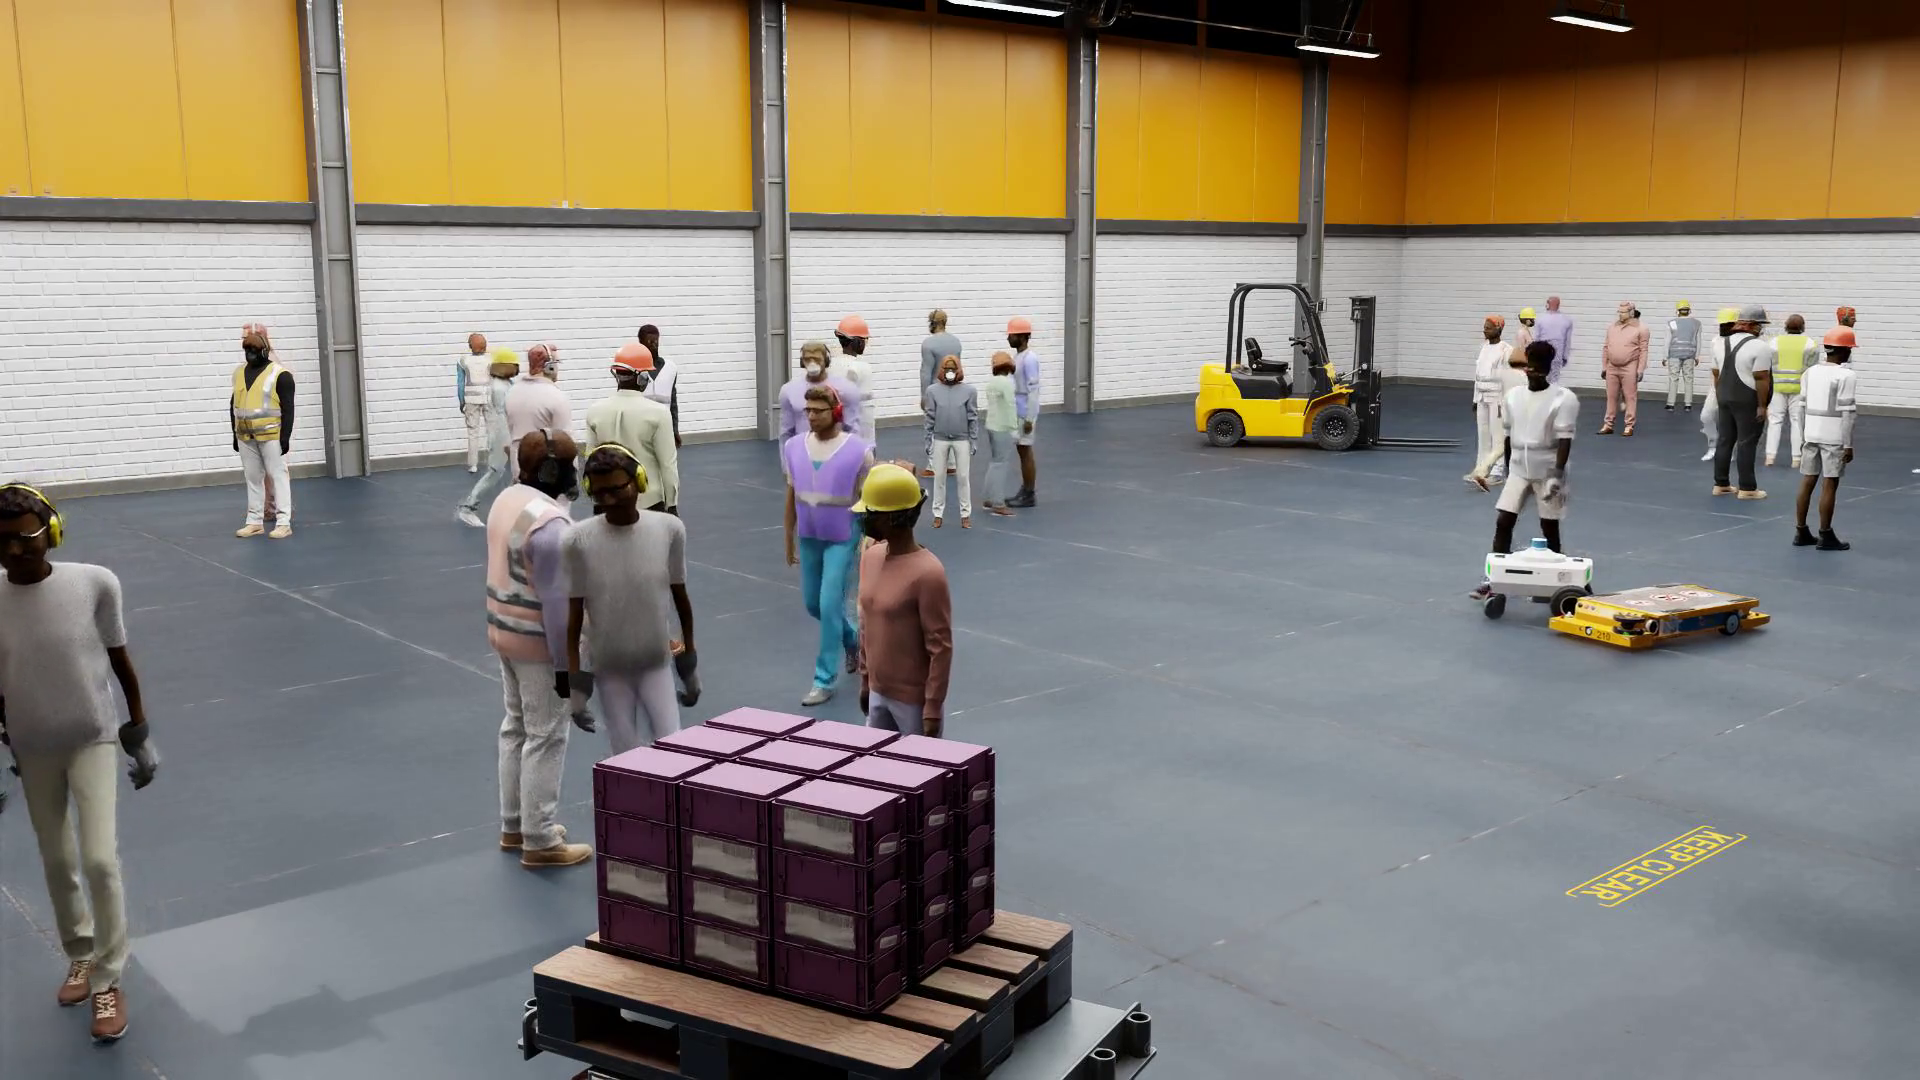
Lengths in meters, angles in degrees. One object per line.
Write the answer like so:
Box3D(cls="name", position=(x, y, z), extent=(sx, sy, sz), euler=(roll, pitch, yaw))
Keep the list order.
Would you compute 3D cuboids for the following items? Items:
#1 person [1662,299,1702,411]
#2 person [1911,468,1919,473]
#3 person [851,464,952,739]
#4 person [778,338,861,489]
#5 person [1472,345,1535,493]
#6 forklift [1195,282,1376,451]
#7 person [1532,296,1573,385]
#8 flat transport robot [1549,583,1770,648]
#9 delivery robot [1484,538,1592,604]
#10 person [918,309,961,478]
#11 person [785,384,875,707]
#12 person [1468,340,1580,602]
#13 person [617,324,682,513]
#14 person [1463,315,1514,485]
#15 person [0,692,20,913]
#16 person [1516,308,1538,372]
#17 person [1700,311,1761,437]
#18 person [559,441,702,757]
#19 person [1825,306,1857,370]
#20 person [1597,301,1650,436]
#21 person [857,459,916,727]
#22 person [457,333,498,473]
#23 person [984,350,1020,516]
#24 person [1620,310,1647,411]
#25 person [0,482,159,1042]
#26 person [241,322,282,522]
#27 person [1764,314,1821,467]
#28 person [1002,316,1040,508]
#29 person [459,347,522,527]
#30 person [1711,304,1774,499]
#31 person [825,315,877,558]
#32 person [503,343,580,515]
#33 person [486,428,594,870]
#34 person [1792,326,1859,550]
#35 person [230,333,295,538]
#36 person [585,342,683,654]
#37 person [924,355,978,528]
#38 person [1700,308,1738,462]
Box3D(cls="person", position=(11.806, -3.018, 27.228), extent=(0.588, 1.829, 0.403), euler=(1, 10, 8))
Box3D(cls="person", position=(11.552, -1.565, 19.359), extent=(0.739, 1.609, 0.518), euler=(1, 10, 4))
Box3D(cls="person", position=(-0.233, 0.588, 6.307), extent=(0.328, 1.765, 0.527), euler=(-7, 12, -34))
Box3D(cls="person", position=(-1.057, -0.571, 12.622), extent=(0.646, 1.927, 0.568), euler=(2, 10, 9))
Box3D(cls="person", position=(5.896, -1.288, 17.785), extent=(0.807, 1.598, 0.505), euler=(-2, 10, -14))
Box3D(cls="forklift", position=(4.328, -2.346, 22.227), extent=(2.313, 2.155, 1.214), euler=(3, 10, 16))
Box3D(cls="person", position=(9.571, -3.011, 26.989), extent=(0.672, 1.893, 0.454), euler=(-1, 10, -3))
Box3D(cls="flat transport robot", position=(4.731, 0.494, 11.223), extent=(1.431, 0.197, 0.652), euler=(-6, 11, -30))
Box3D(cls="delivery robot", position=(4.049, 0.231, 11.659), extent=(0.707, 0.478, 0.477), euler=(3, 10, 19))
Box3D(cls="person", position=(-0.241, -1.670, 19.038), extent=(0.372, 1.933, 0.631), euler=(8, 13, 39))
Box3D(cls="person", position=(-0.733, -0.005, 9.629), extent=(0.573, 1.822, 0.795), euler=(5, 11, 26))
Box3D(cls="person", position=(4.109, -0.468, 12.022), extent=(0.845, 1.923, 0.608), euler=(-9, 13, -43))
Box3D(cls="person", position=(-2.843, -1.011, 15.211), extent=(0.587, 1.921, 0.392), euler=(-6, 12, -33))
Box3D(cls="person", position=(5.905, -1.555, 18.511), extent=(0.356, 1.882, 0.574), euler=(-3, 10, -19))
Box3D(cls="person", position=(-3.469, 0.750, 5.673), extent=(0.543, 1.652, 0.879), euler=(-1, 10, -3))
Box3D(cls="person", position=(8.444, -2.584, 24.871), extent=(0.313, 1.767, 0.534), euler=(5, 11, 29))
Box3D(cls="person", position=(10.584, -2.240, 22.704), extent=(0.852, 1.814, 0.540), euler=(0, 10, 1))
Box3D(cls="person", position=(-1.272, 0.521, 6.493), extent=(0.541, 1.841, 0.383), euler=(-4, 10, -21))
Box3D(cls="person", position=(11.537, -2.122, 21.852), extent=(0.351, 1.878, 0.568), euler=(3, 10, 16))
Box3D(cls="person", position=(9.354, -2.415, 23.490), extent=(0.405, 1.903, 0.636), euler=(-9, 13, -42))
Box3D(cls="person", position=(-0.308, 0.456, 7.443), extent=(0.308, 1.641, 0.517), euler=(-1, 10, -3))
Box3D(cls="person", position=(-5.599, -1.595, 19.434), extent=(0.515, 1.645, 0.309), euler=(-2, 10, -13))
Box3D(cls="person", position=(0.404, -1.054, 16.370), extent=(0.342, 1.616, 0.562), euler=(-4, 11, -23))
Box3D(cls="person", position=(11.037, -2.950, 27.348), extent=(0.790, 1.655, 0.544), euler=(-8, 13, -40))
Box3D(cls="person", position=(-2.952, 0.710, 5.434), extent=(0.550, 1.819, 0.759), euler=(-3, 10, -18))
Box3D(cls="person", position=(-6.682, -1.126, 15.929), extent=(0.403, 1.904, 0.651), euler=(-3, 10, -15))
Box3D(cls="person", position=(9.969, -1.783, 19.986), extent=(0.650, 1.840, 0.499), euler=(6, 11, 30))
Box3D(cls="person", position=(0.609, -1.293, 16.821), extent=(0.378, 1.934, 0.552), euler=(-2, 10, -10))
Box3D(cls="person", position=(-4.275, -0.955, 15.522), extent=(0.886, 1.703, 0.498), euler=(0, 10, -1))
Box3D(cls="person", position=(8.267, -1.462, 17.500), extent=(0.536, 2.000, 0.683), euler=(-3, 10, -18))
Box3D(cls="person", position=(-0.910, -0.878, 14.072), extent=(0.393, 2.041, 0.614), euler=(-9, 13, -43))
Box3D(cls="person", position=(-3.025, -0.482, 12.176), extent=(0.647, 1.906, 0.401), euler=(6, 12, 33))
Box3D(cls="person", position=(-1.738, 0.446, 6.947), extent=(0.431, 1.836, 0.631), euler=(-6, 12, -32))
Box3D(cls="person", position=(7.524, -0.882, 14.404), extent=(0.376, 1.936, 0.549), euler=(-3, 10, -18))
Box3D(cls="person", position=(-6.300, -0.934, 14.994), extent=(0.627, 1.844, 0.429), euler=(2, 10, 14))
Box3D(cls="person", position=(-2.055, -0.250, 10.535), extent=(0.623, 1.992, 0.396), euler=(3, 10, 17))
Box3D(cls="person", position=(-0.080, -0.916, 15.516), extent=(0.502, 1.627, 0.277), euler=(1, 10, 4))
Box3D(cls="person", position=(9.343, -1.871, 20.299), extent=(0.483, 1.909, 0.592), euler=(-5, 11, -28))
